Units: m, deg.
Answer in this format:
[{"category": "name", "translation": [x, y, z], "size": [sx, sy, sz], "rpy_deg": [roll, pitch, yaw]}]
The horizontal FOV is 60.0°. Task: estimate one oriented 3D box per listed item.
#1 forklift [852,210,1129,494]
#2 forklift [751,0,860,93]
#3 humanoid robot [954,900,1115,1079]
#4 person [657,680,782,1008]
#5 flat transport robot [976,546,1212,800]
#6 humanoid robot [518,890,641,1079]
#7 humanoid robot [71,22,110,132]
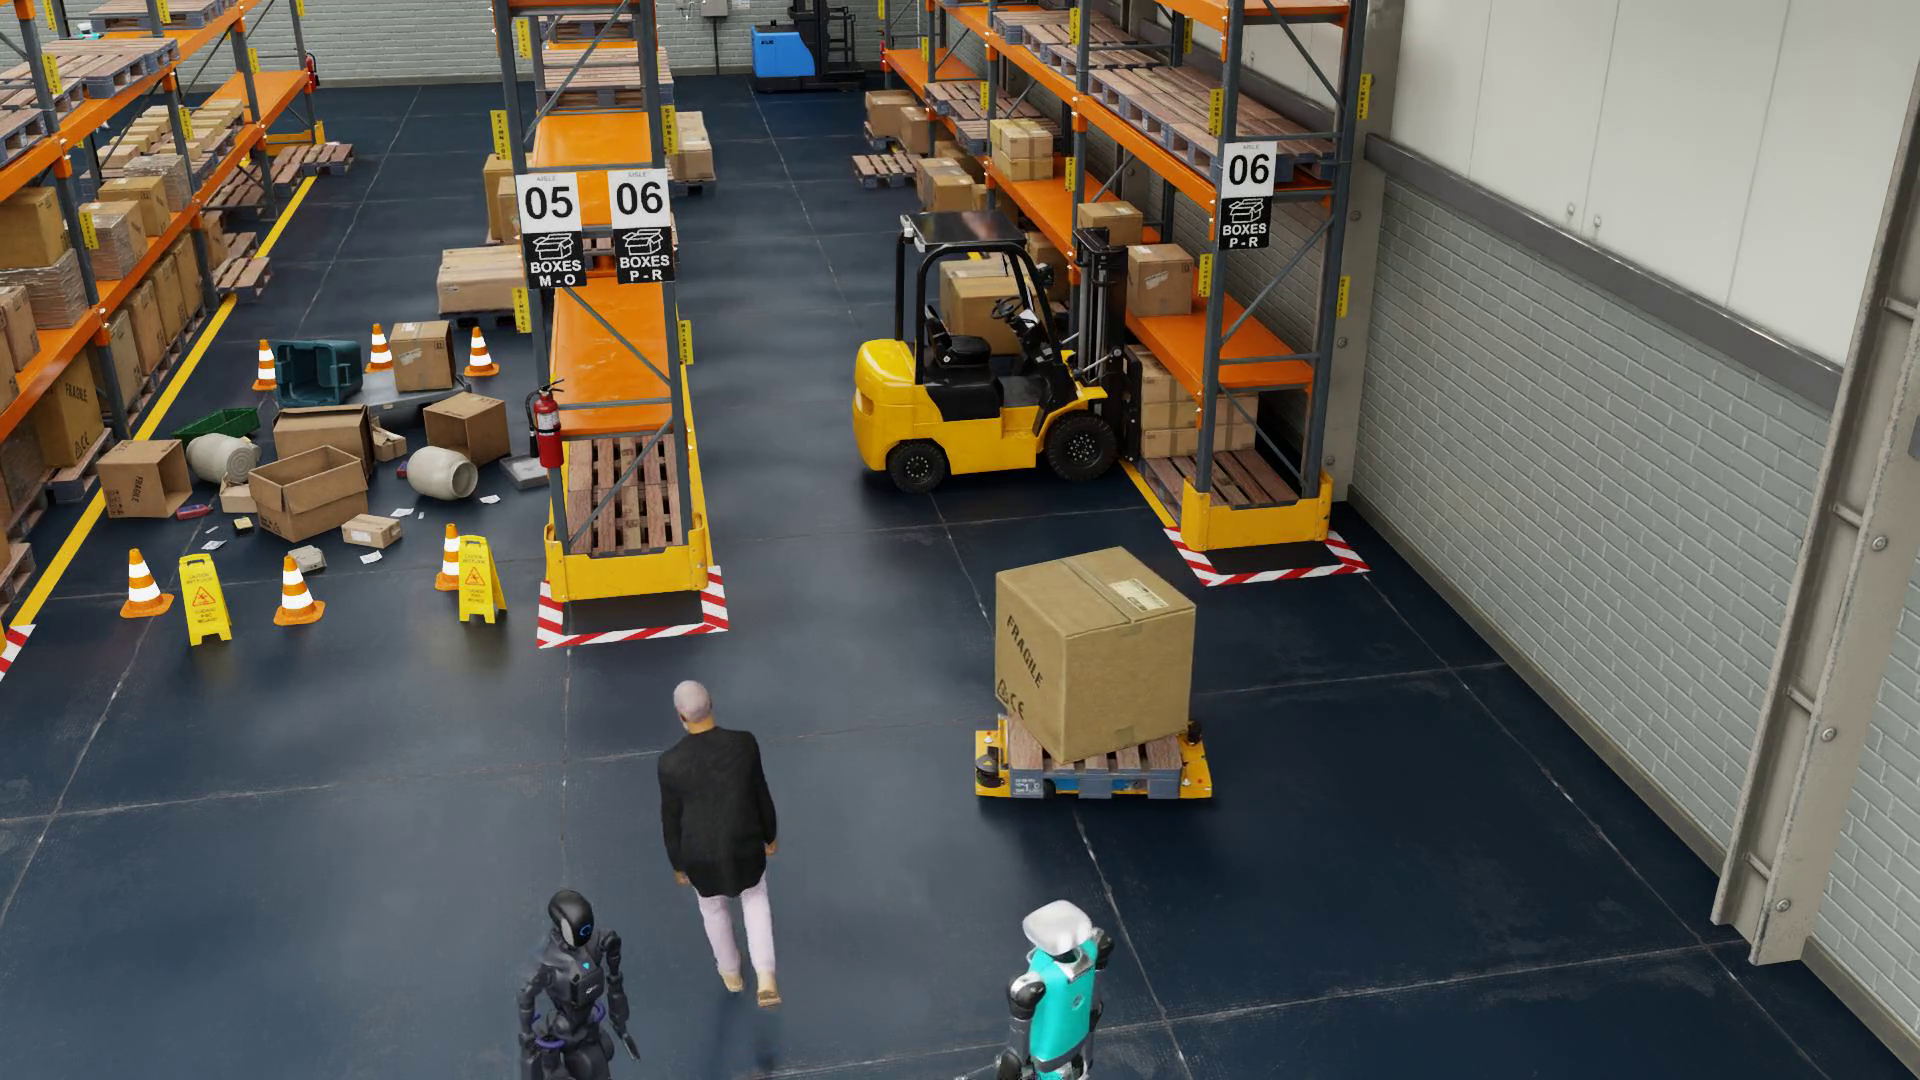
[{"category": "forklift", "translation": [0.216, -1.659, 14.366], "size": [2.313, 2.155, 1.214], "rpy_deg": [-5, 26, -10]}, {"category": "forklift", "translation": [-2.872, -9.679, 30.288], "size": [1.873, 2.768, 1.129], "rpy_deg": [-5, 26, -10]}, {"category": "humanoid robot", "translation": [0.237, 2.151, 6.882], "size": [0.532, 1.733, 0.690], "rpy_deg": [-23, 34, -39]}, {"category": "person", "translation": [-1.146, 1.537, 8.123], "size": [0.582, 1.829, 0.628], "rpy_deg": [-8, 27, -16]}, {"category": "flat transport robot", "translation": [0.812, 1.345, 10.327], "size": [1.431, 0.231, 0.659], "rpy_deg": [0, 26, 1]}, {"category": "humanoid robot", "translation": [-1.651, 2.163, 7.060], "size": [0.829, 1.619, 0.602], "rpy_deg": [19, 31, 34]}, {"category": "humanoid robot", "translation": [-14.190, -7.515, 27.197], "size": [0.540, 1.881, 0.730], "rpy_deg": [-23, 34, -39]}]
